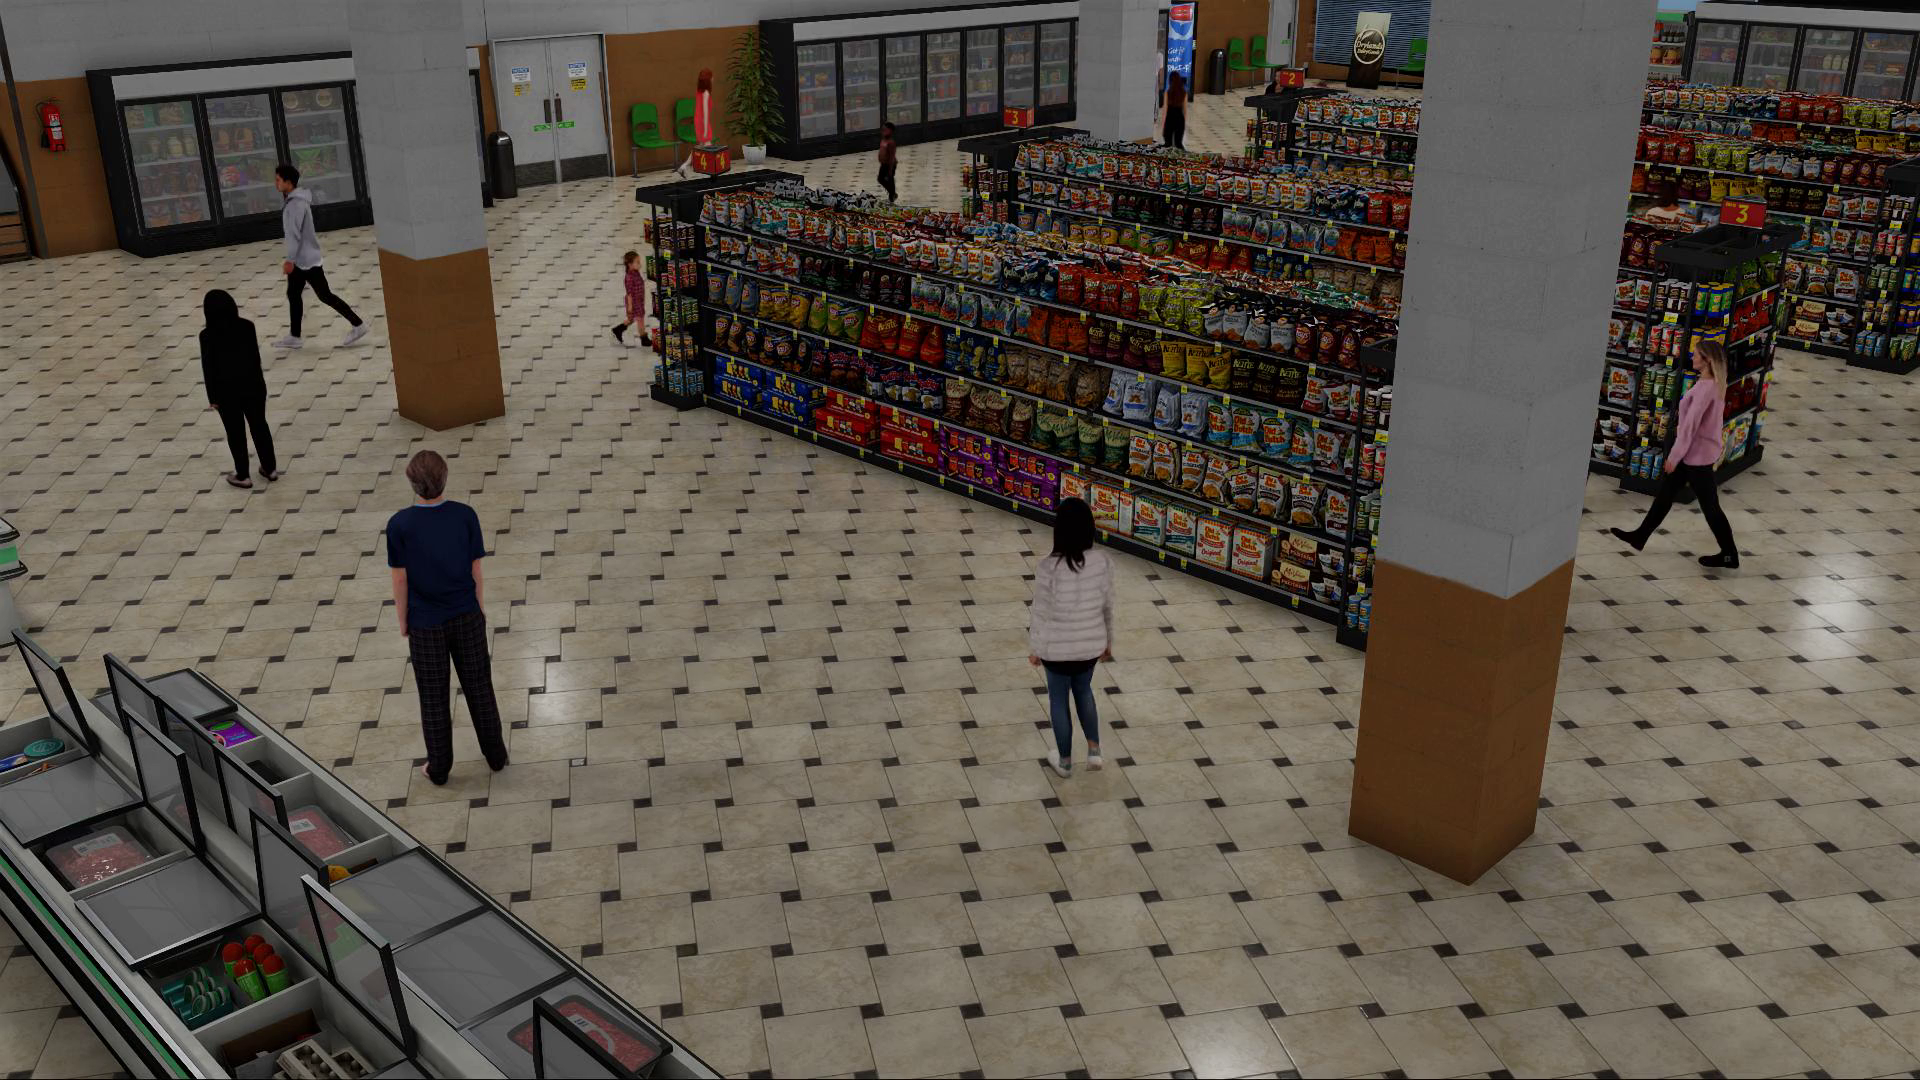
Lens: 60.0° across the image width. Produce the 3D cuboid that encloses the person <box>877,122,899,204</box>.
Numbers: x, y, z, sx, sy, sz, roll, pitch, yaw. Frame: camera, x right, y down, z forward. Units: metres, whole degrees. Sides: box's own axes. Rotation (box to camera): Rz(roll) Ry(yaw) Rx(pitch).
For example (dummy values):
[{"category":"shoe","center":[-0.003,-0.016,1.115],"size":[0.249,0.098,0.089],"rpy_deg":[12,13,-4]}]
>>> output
[{"category":"person","center":[-1.011,-5.592,24.758],"size":[0.640,1.250,0.527],"rpy_deg":[-13,25,-30]}]

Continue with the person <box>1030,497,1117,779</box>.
[{"category":"person","center":[0.617,0.578,8.895],"size":[0.774,1.628,0.850],"rpy_deg":[-7,23,-17]}]

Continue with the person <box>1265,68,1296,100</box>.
[{"category":"person","center":[5.169,-6.793,27.074],"size":[0.654,1.752,0.795],"rpy_deg":[11,24,24]}]

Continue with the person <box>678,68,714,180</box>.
[{"category":"person","center":[-4.137,-6.525,26.339],"size":[0.854,1.803,0.886],"rpy_deg":[-11,24,-26]}]

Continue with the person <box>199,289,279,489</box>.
[{"category":"person","center":[-5.817,-1.226,13.403],"size":[0.639,1.616,0.655],"rpy_deg":[16,27,35]}]

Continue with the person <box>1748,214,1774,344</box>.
[{"category":"person","center":[7.180,-2.130,15.383],"size":[0.670,1.816,0.706],"rpy_deg":[-12,25,-28]}]

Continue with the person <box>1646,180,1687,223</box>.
[{"category":"person","center":[7.432,-2.977,17.676],"size":[0.694,1.678,0.740],"rpy_deg":[-1,22,-4]}]

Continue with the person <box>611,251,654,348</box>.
[{"category":"person","center":[-3.447,-2.520,17.436],"size":[0.775,1.008,0.654],"rpy_deg":[4,22,9]}]

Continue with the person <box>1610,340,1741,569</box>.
[{"category":"person","center":[5.285,-0.550,11.698],"size":[1.189,1.633,0.814],"rpy_deg":[13,25,29]}]

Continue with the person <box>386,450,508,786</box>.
[{"category":"person","center":[-2.776,0.417,8.974],"size":[0.713,1.868,0.650],"rpy_deg":[-11,25,-26]}]

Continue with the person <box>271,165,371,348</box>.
[{"category":"person","center":[-6.656,-2.904,17.212],"size":[0.953,1.889,1.227],"rpy_deg":[-12,25,-28]}]

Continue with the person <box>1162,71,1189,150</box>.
[{"category":"person","center":[3.465,-6.612,26.732],"size":[1.071,1.672,1.154],"rpy_deg":[-1,22,-2]}]
